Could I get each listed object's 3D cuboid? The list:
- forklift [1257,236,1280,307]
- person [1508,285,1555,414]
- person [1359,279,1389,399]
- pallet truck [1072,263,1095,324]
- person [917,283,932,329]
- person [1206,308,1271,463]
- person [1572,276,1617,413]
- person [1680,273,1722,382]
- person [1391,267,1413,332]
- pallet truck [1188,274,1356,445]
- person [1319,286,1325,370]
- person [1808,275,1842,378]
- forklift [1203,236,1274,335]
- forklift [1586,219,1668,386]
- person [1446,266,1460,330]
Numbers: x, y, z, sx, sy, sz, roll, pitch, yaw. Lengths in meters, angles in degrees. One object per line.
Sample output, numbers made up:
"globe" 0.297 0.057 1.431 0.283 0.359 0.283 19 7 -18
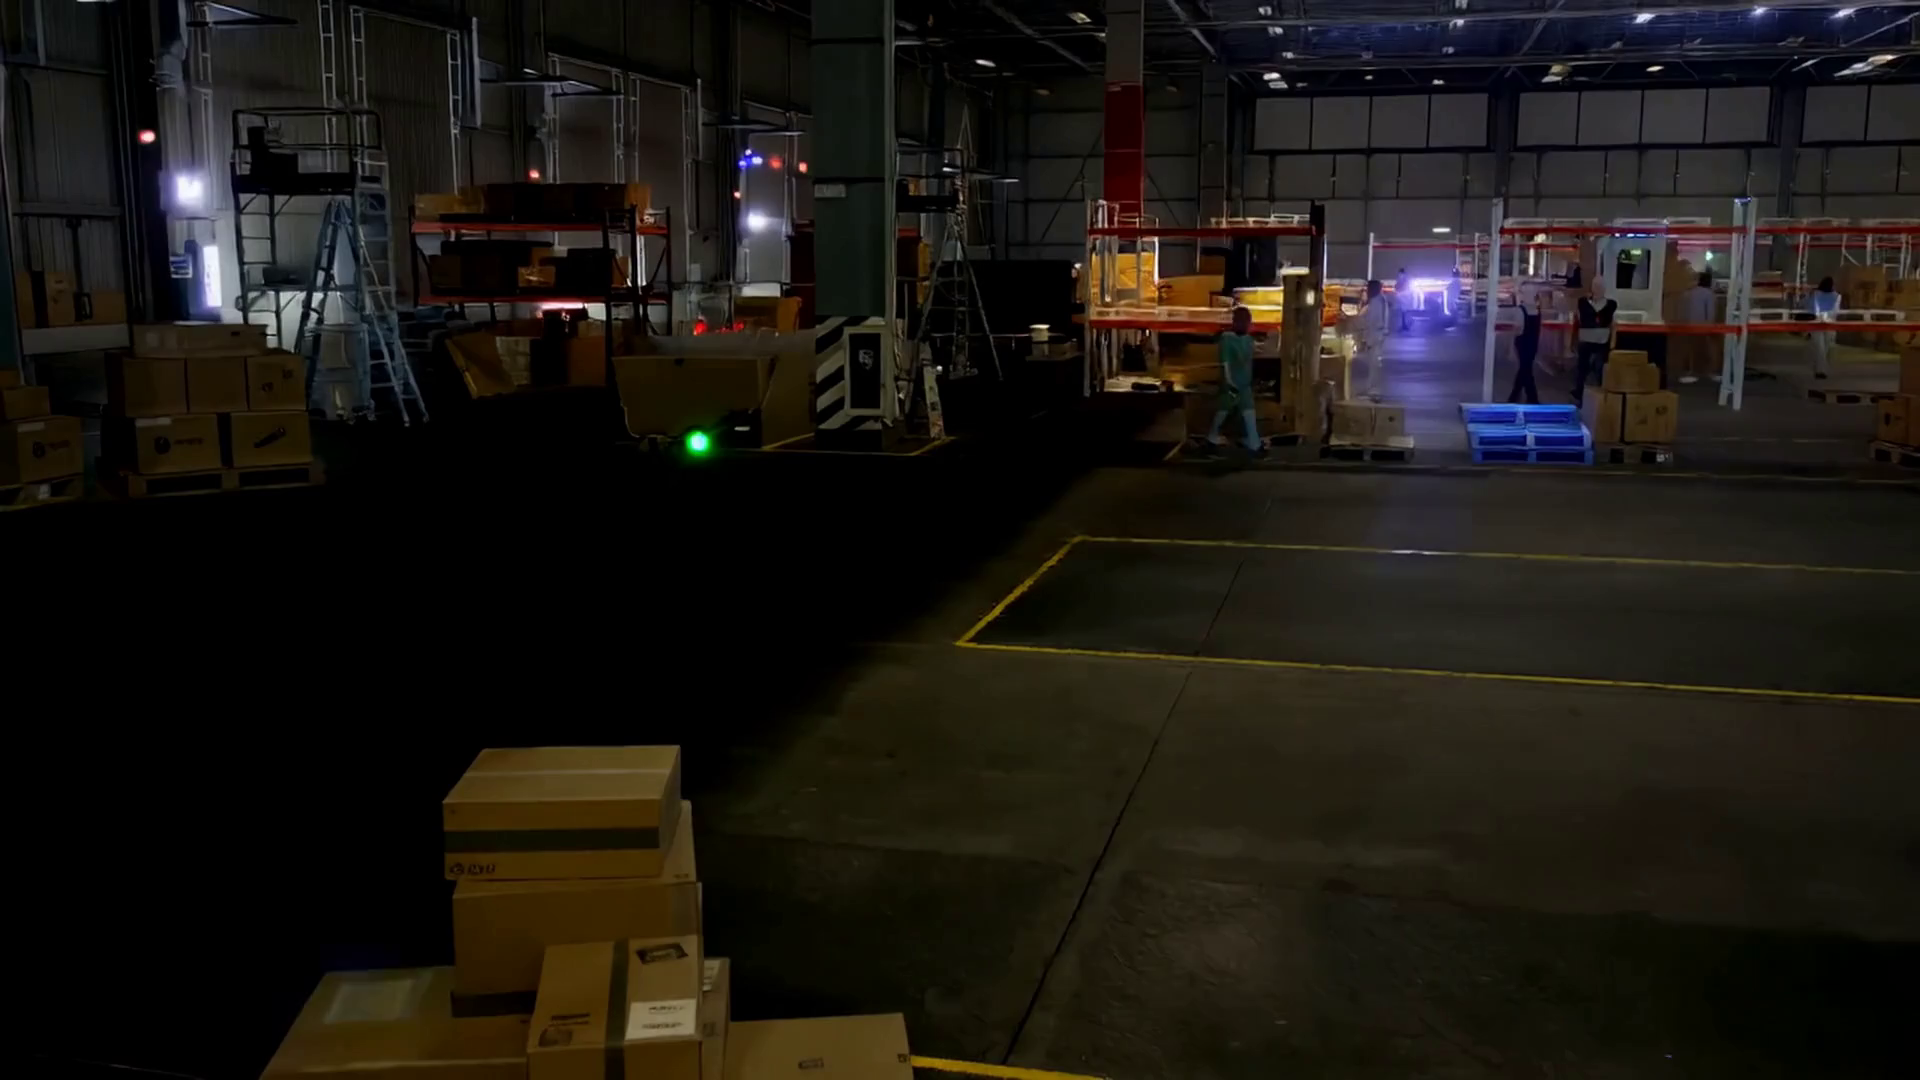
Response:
"forklift" 9.418 -7.905 50.951 1.873 2.768 1.129 -2 10 -12
"person" 7.988 -2.650 23.202 0.509 1.789 0.919 -6 11 -30
"person" 6.381 -3.093 25.683 0.429 1.841 0.625 4 10 22
"pallet truck" 4.325 -8.180 55.162 0.823 1.965 1.885 6 11 31
"person" -1.026 -7.368 50.591 0.544 1.930 0.388 -4 11 -24
"person" 2.953 -1.649 17.745 0.537 1.646 0.899 -5 11 -28
"person" 8.899 -2.739 23.358 0.593 1.920 0.391 1 10 6
"person" 13.118 -3.730 29.252 0.975 1.893 0.661 -3 10 -17
"person" 12.996 -7.080 49.017 0.575 1.881 0.996 8 13 40
"pallet truck" 3.653 -2.138 19.590 1.885 1.965 0.823 -4 10 -20
"person" 6.861 -4.127 32.064 0.485 1.739 0.319 -9 13 -42
"person" 15.646 -3.869 30.164 0.581 1.867 0.566 1 10 5
"forklift" 7.821 -7.131 46.389 1.873 2.768 1.129 2 10 14
"forklift" 11.430 -4.068 28.353 1.129 2.768 1.873 2 10 14
"person" 14.946 -7.326 50.333 0.362 1.933 0.633 2 10 14
